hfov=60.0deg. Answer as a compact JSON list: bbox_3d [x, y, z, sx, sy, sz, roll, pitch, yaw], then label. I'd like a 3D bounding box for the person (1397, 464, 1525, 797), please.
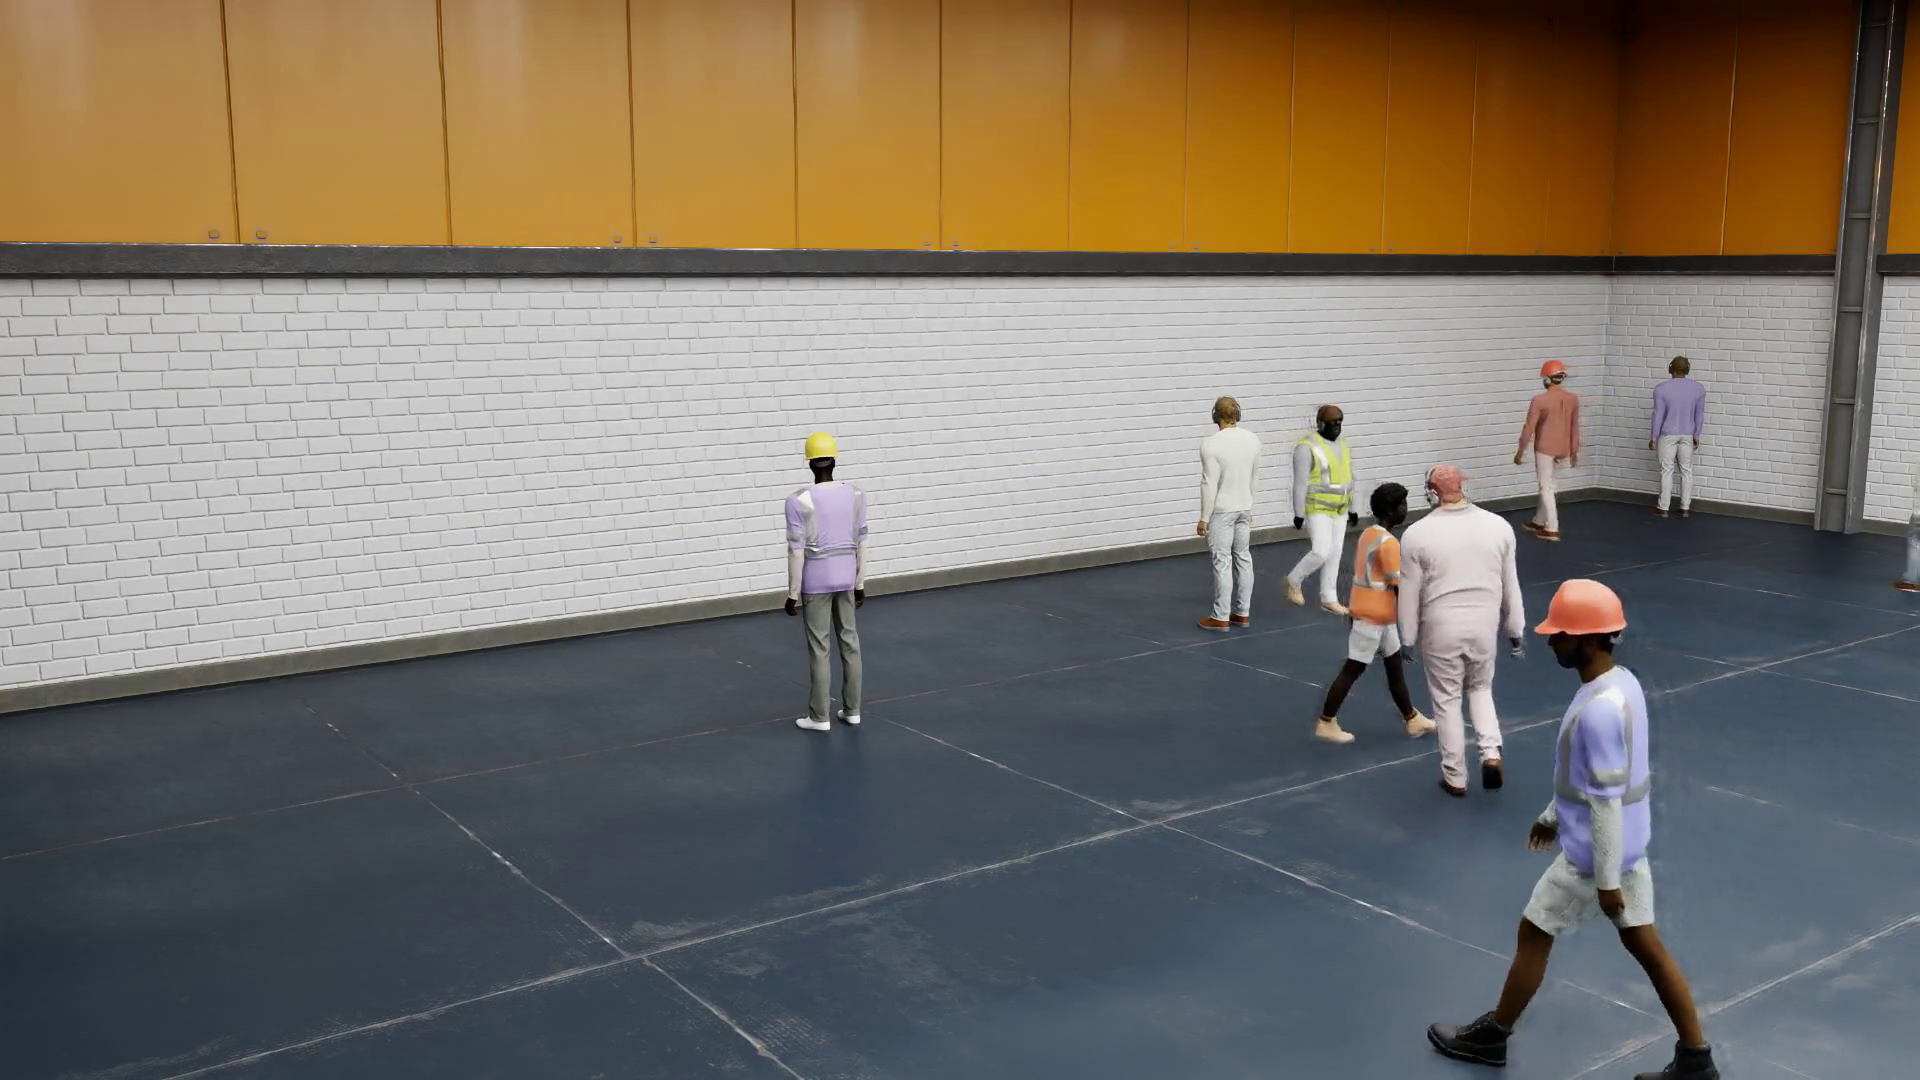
[{"bbox_3d":[2.792,0.521,9.301,0.724,1.869,0.453,0,9,-3],"label":"person"}]

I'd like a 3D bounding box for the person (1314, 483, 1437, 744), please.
[{"bbox_3d":[2.615,0.464,10.325,0.852,1.643,0.527,1,9,4],"label":"person"}]

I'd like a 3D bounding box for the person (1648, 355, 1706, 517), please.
[{"bbox_3d":[8.563,-1.233,19.906,0.627,1.940,0.372,0,9,-2],"label":"person"}]

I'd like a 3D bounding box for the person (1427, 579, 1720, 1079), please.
[{"bbox_3d":[2.276,1.066,5.950,1.030,1.881,0.541,6,11,33],"label":"person"}]

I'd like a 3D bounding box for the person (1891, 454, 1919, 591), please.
[{"bbox_3d":[8.856,-0.288,15.060,0.504,1.609,0.736,-2,9,-12],"label":"person"}]

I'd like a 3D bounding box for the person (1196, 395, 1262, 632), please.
[{"bbox_3d":[2.189,-0.215,13.640,0.628,1.936,0.377,-7,11,-36],"label":"person"}]

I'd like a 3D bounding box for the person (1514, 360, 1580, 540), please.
[{"bbox_3d":[6.407,-1.001,18.385,0.647,1.962,0.777,-4,10,-25],"label":"person"}]

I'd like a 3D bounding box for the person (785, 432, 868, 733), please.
[{"bbox_3d":[-0.865,0.273,10.661,0.589,1.924,0.383,-6,11,-34],"label":"person"}]

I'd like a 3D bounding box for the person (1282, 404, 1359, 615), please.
[{"bbox_3d":[3.118,-0.262,14.297,0.642,1.826,0.503,-7,12,-38],"label":"person"}]
